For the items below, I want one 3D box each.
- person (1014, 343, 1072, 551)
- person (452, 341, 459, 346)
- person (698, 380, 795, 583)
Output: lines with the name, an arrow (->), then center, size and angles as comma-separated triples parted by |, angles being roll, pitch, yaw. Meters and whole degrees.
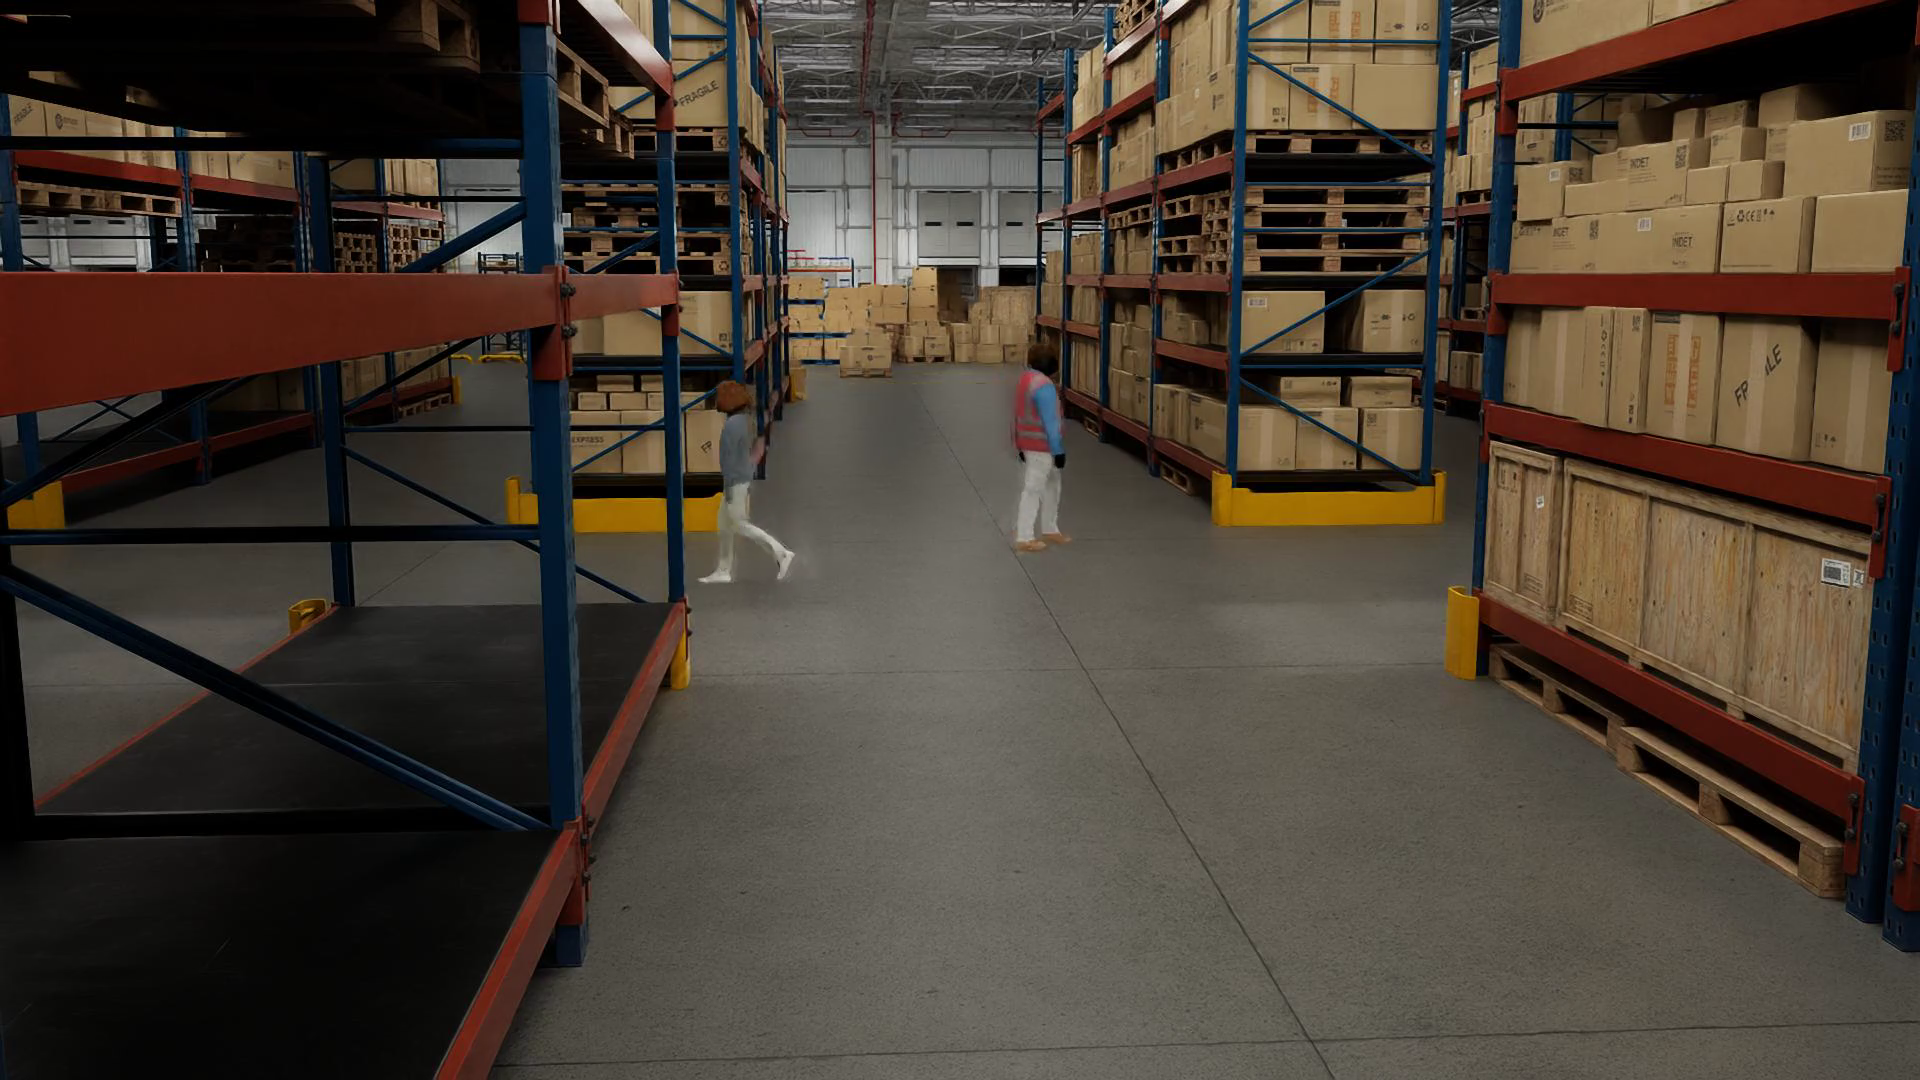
person -> 0.781, -0.805, 14.509 | 0.707, 1.816, 0.656 | -2, 9, -13
person -> -16.966, -7.462, 55.940 | 0.372, 1.938, 0.630 | -5, 10, -27
person -> -1.666, -0.440, 12.899 | 0.702, 1.611, 0.497 | 0, 9, -1
